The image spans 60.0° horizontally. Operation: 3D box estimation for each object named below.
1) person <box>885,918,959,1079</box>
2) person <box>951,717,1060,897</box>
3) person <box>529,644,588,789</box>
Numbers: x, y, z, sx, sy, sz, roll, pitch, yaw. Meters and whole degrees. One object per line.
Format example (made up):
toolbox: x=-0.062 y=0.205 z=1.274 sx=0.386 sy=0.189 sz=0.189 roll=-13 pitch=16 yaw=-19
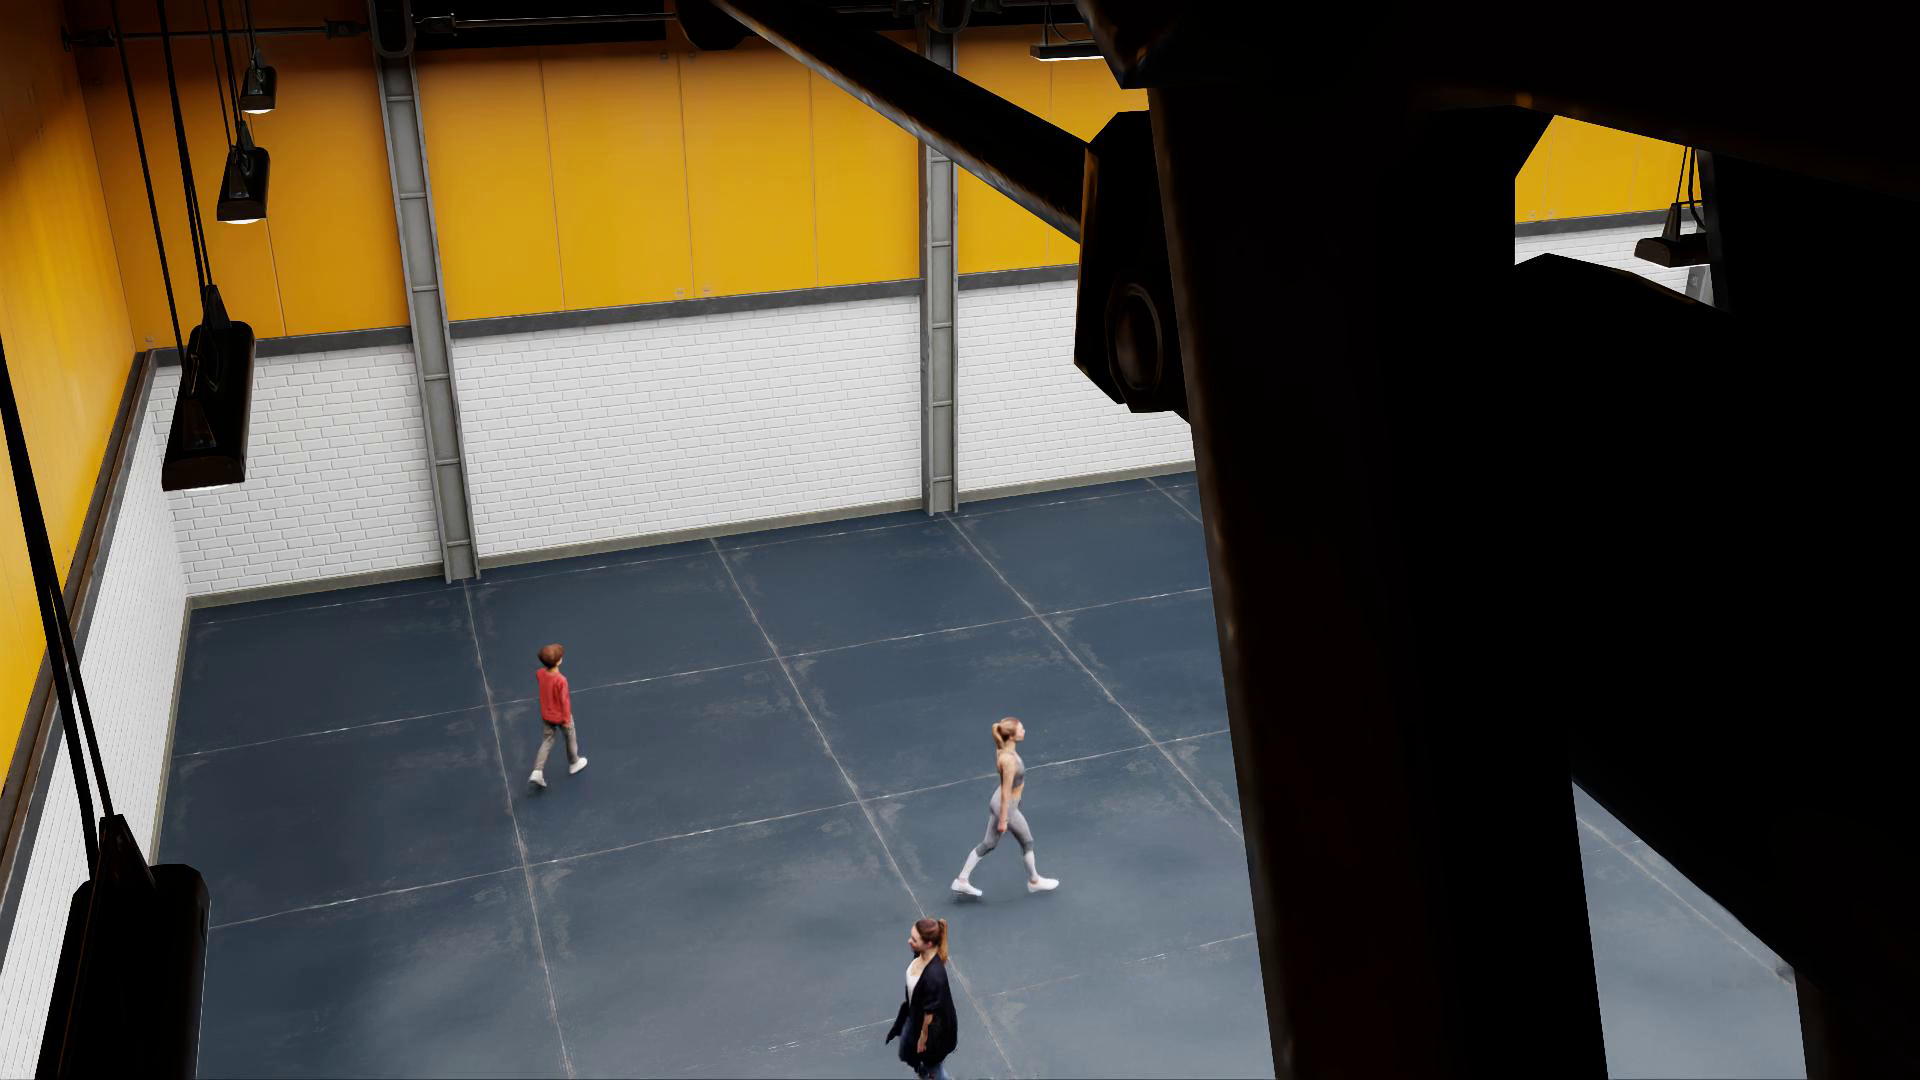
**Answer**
person: x=-0.123 y=3.235 z=11.195 sx=0.716 sy=1.675 sz=0.658 roll=-5 pitch=24 yaw=-11
person: x=0.286 y=2.217 z=13.543 sx=1.171 sy=1.660 sz=0.704 roll=-4 pitch=24 yaw=-9
person: x=-3.754 y=1.613 z=15.242 sx=0.874 sy=1.406 sz=0.925 roll=10 pitch=26 yaw=22
